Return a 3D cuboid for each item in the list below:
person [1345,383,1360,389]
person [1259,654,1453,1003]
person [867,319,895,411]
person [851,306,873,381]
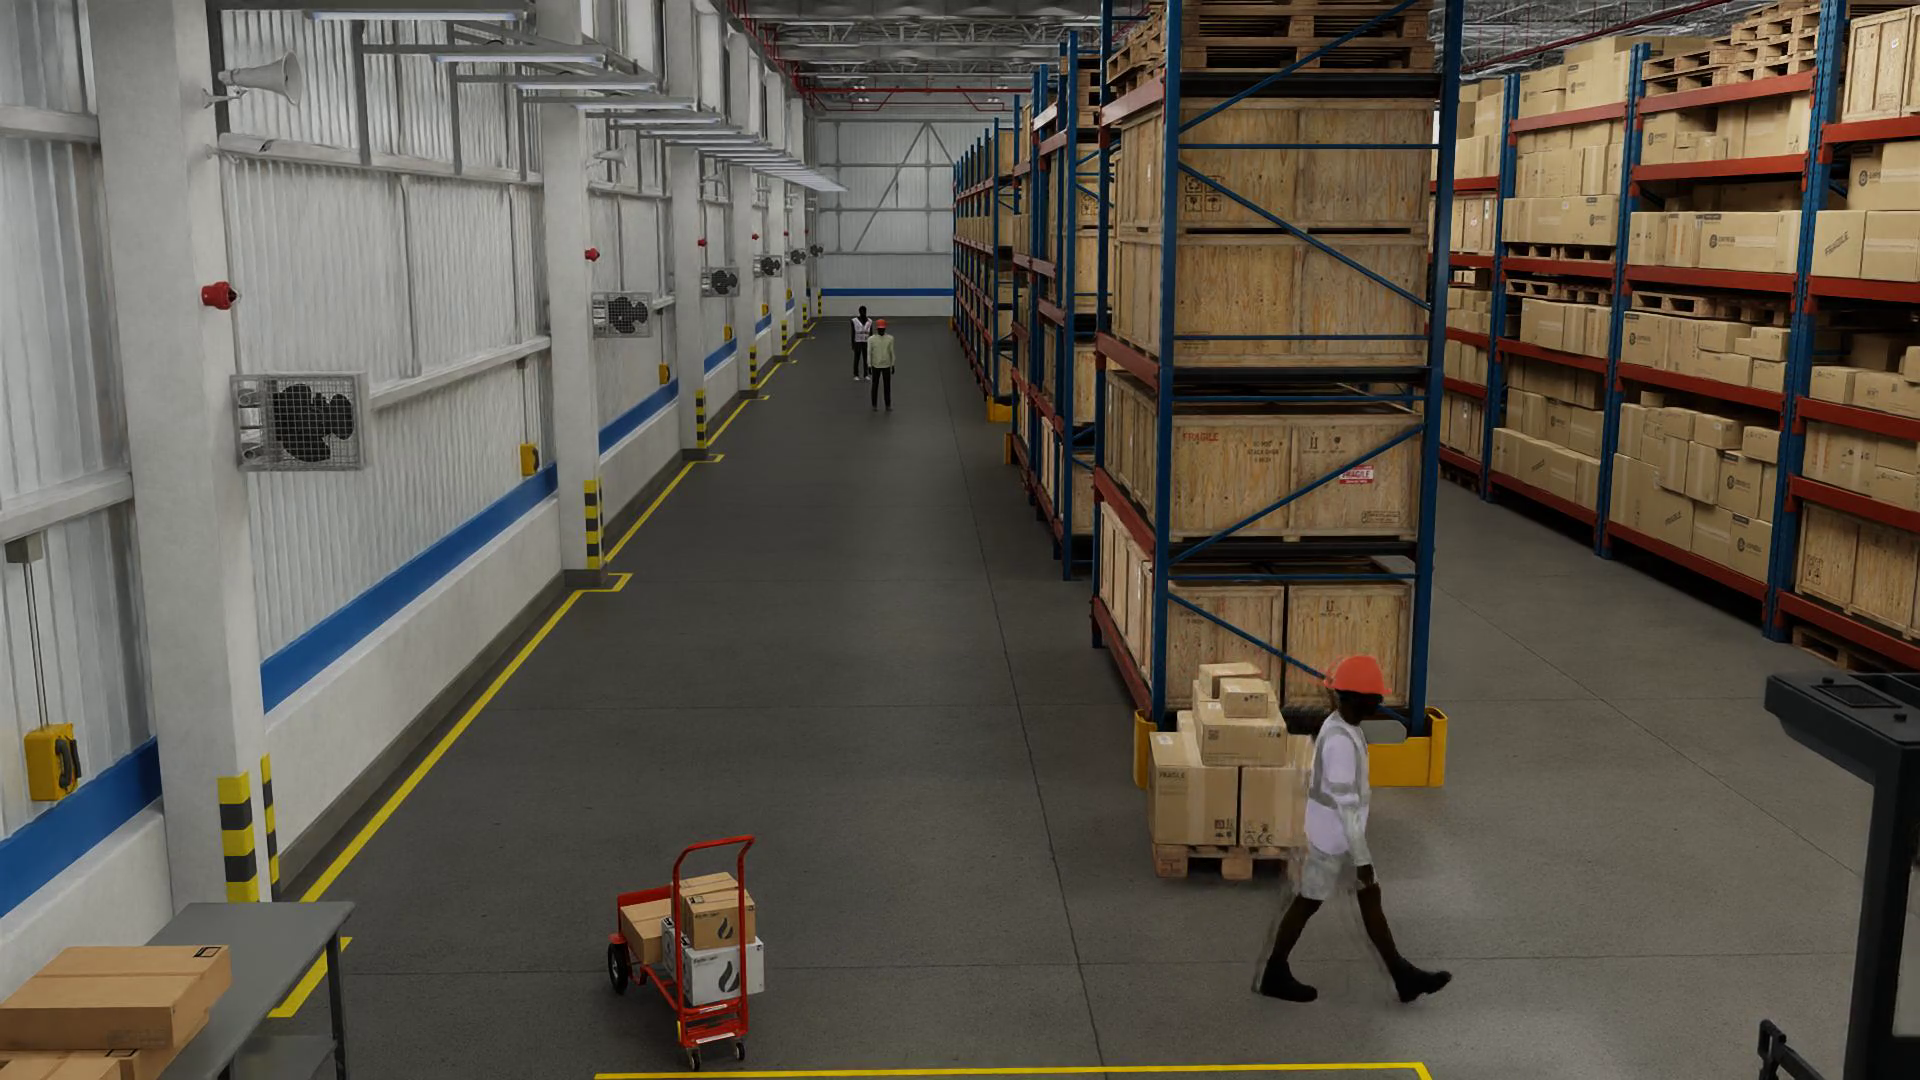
[{"bbox_3d":[7.879,-3.217,33.161,0.595,1.891,0.667,4,12,21],"label":"person"},{"bbox_3d":[2.047,1.514,8.565,1.014,1.879,0.571,4,12,19],"label":"person"},{"bbox_3d":[-1.693,-3.750,35.704,0.618,1.986,0.409,-3,11,-15],"label":"person"},{"bbox_3d":[-2.510,-5.042,42.626,0.593,1.910,0.386,-5,12,-24],"label":"person"}]
